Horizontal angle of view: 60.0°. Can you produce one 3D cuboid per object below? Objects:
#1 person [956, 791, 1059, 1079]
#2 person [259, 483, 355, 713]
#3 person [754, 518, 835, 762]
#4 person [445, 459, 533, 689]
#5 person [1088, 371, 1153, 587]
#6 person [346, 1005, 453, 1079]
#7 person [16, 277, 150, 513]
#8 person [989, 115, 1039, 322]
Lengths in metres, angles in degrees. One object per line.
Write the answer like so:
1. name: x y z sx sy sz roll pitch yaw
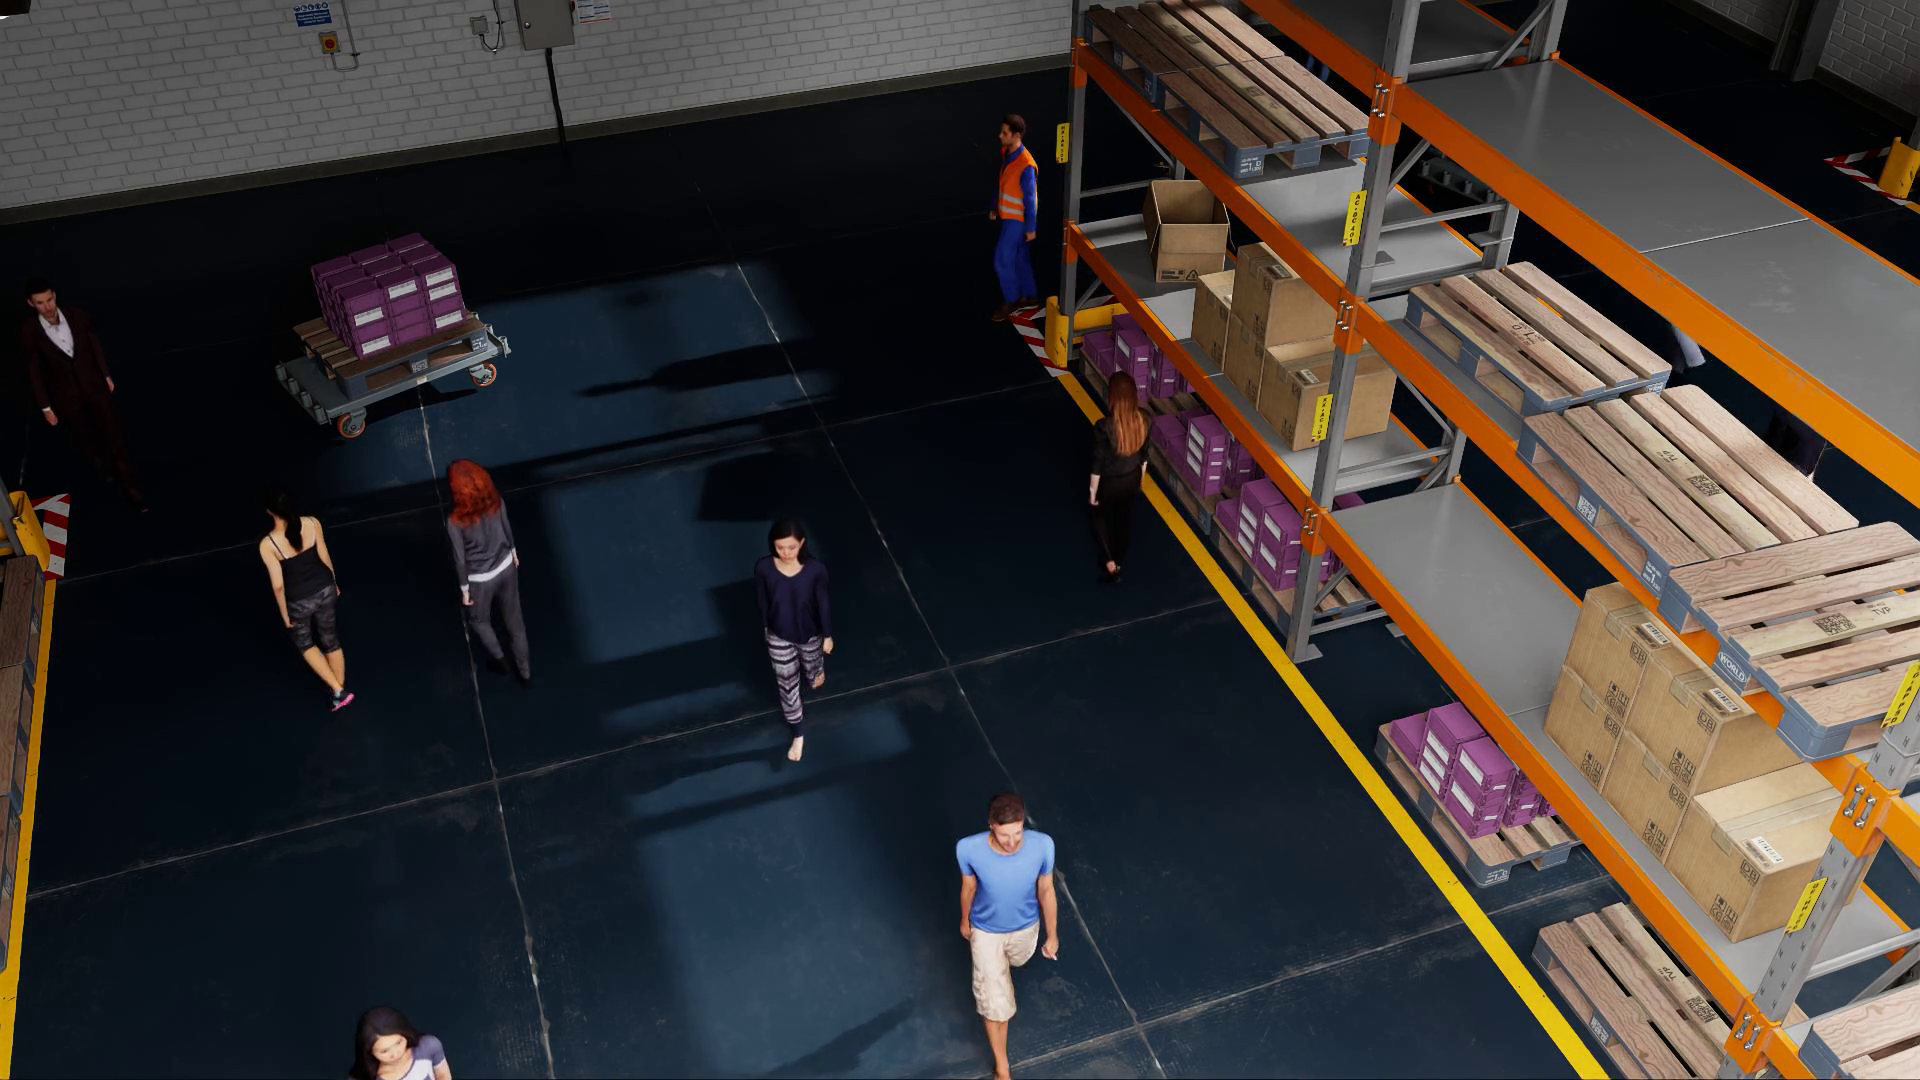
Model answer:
1. person: 0.216 1.866 8.402 0.825 1.821 1.293 -5 39 -6
2. person: -3.984 0.408 10.310 0.707 1.718 0.797 -31 48 -33
3. person: -0.996 0.498 10.205 0.850 1.709 1.098 1 39 1
4. person: -2.905 0.277 10.440 0.732 1.761 0.748 -31 48 -33
5. person: 1.115 -0.342 11.263 0.582 1.701 0.682 -13 41 -16
6. person: -2.506 2.619 7.571 0.773 1.681 1.034 -24 44 -27
7. person: -6.469 -1.123 12.146 0.945 1.819 1.291 -25 45 -28
8. person: 0.562 -2.751 14.164 0.770 1.845 0.653 -14 41 -17
